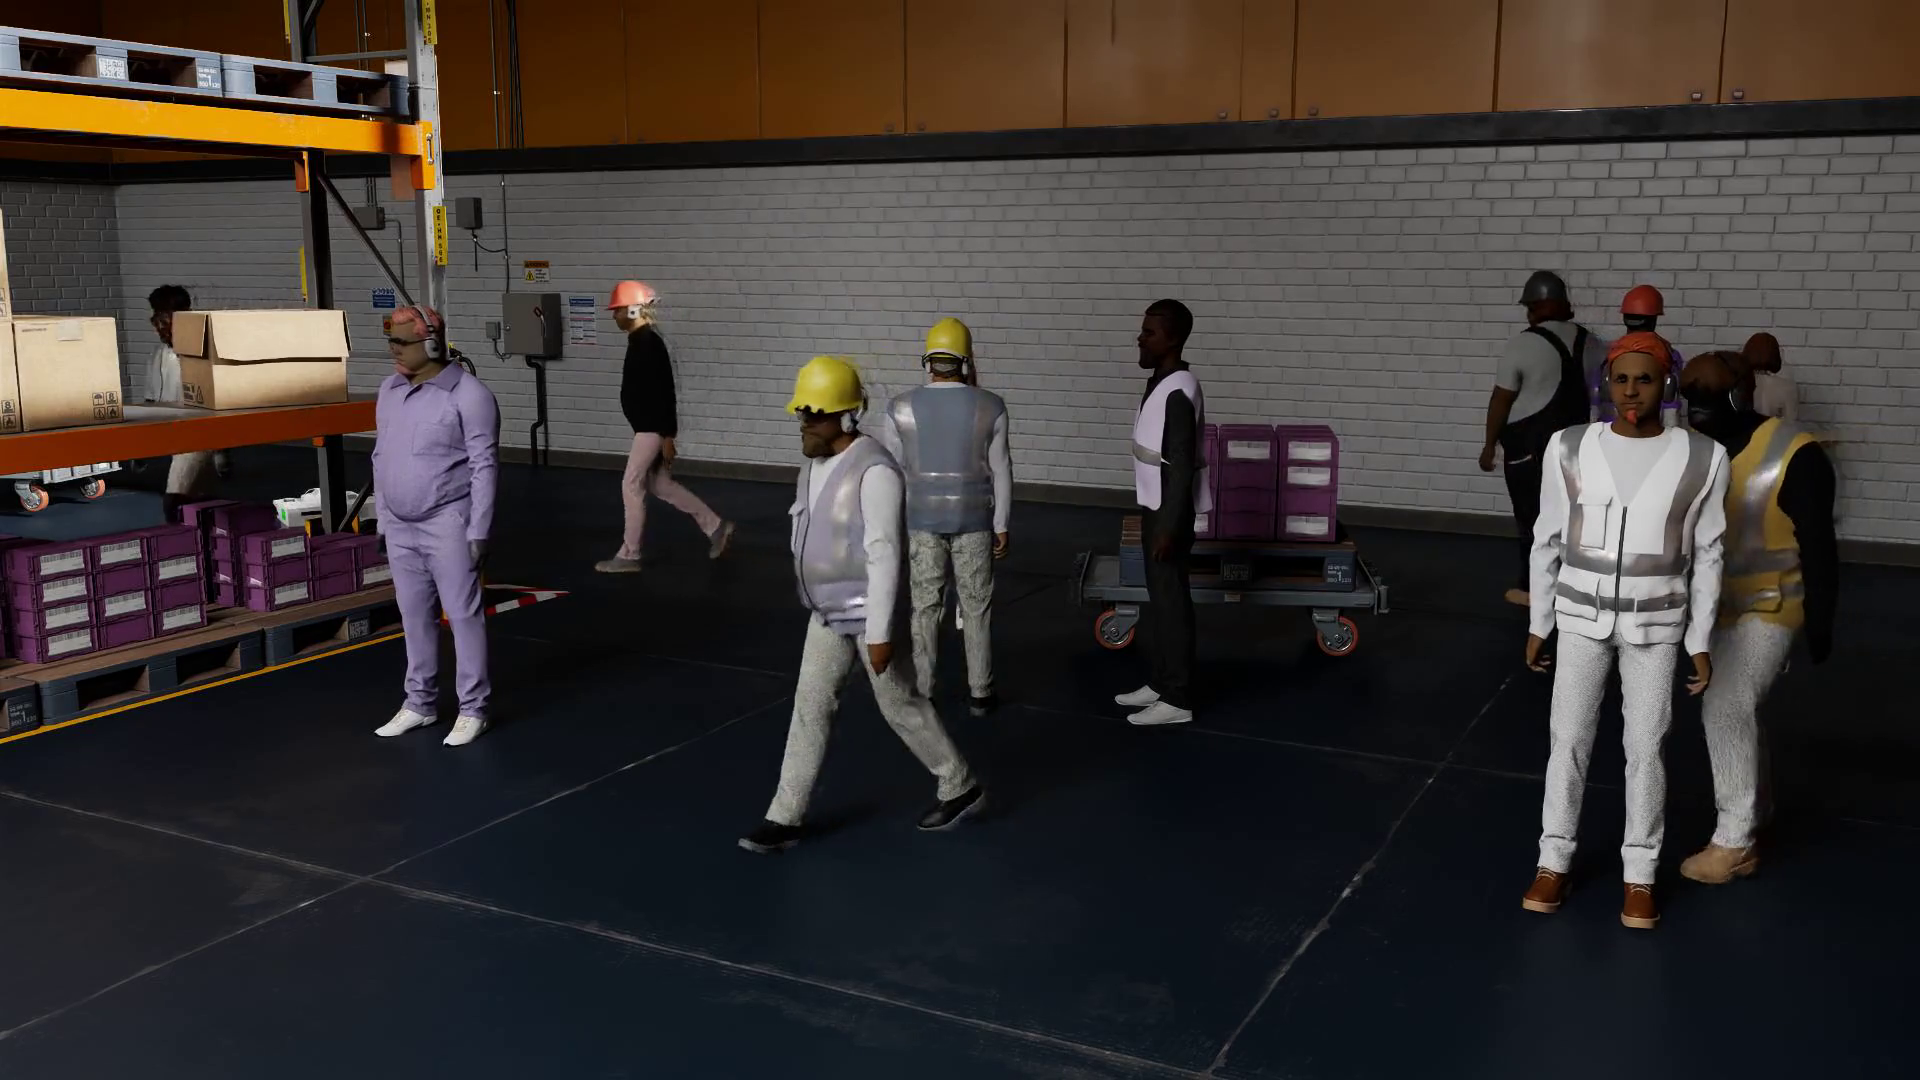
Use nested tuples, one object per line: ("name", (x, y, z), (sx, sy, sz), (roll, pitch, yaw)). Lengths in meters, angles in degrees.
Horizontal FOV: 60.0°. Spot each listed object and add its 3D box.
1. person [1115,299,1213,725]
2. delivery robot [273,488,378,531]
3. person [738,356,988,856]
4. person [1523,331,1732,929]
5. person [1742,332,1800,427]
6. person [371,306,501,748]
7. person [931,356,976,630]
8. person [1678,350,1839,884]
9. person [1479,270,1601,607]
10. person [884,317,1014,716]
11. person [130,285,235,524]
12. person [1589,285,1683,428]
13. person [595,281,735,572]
("person", (0.939, -0.126, 7.549), (0.392, 1.922, 0.593), (0, 10, -3))
("delivery robot", (-4.404, -0.192, 11.611), (0.707, 0.478, 0.477), (-6, 11, -30))
("person", (-0.334, 0.229, 5.936), (0.942, 1.781, 0.634), (-7, 12, -34))
("person", (2.091, 0.286, 5.273), (0.573, 1.883, 0.353), (5, 11, 27))
("person", (4.970, -0.480, 10.433), (0.508, 1.631, 0.271), (7, 12, 33))
("person", (-2.299, -0.056, 7.205), (0.636, 1.903, 0.404), (5, 11, 25))
("person", (-0.066, -0.290, 9.380), (0.540, 1.613, 0.520), (1, 10, 8))
("person", (2.626, 0.256, 5.716), (0.658, 1.804, 0.639), (-4, 11, -22))
("person", (3.474, -0.618, 10.054), (0.701, 2.000, 0.571), (-4, 11, -22))
("person", (-0.046, -0.097, 7.639), (0.586, 1.833, 0.403), (1, 10, 5))
("person", (-4.767, -0.563, 10.042), (0.645, 1.922, 0.836), (8, 13, 40))
("person", (3.986, -0.536, 9.876), (0.546, 1.939, 0.375), (8, 12, 38))
("person", (-1.994, -0.762, 11.170), (0.903, 1.955, 0.647), (-3, 10, -16))
